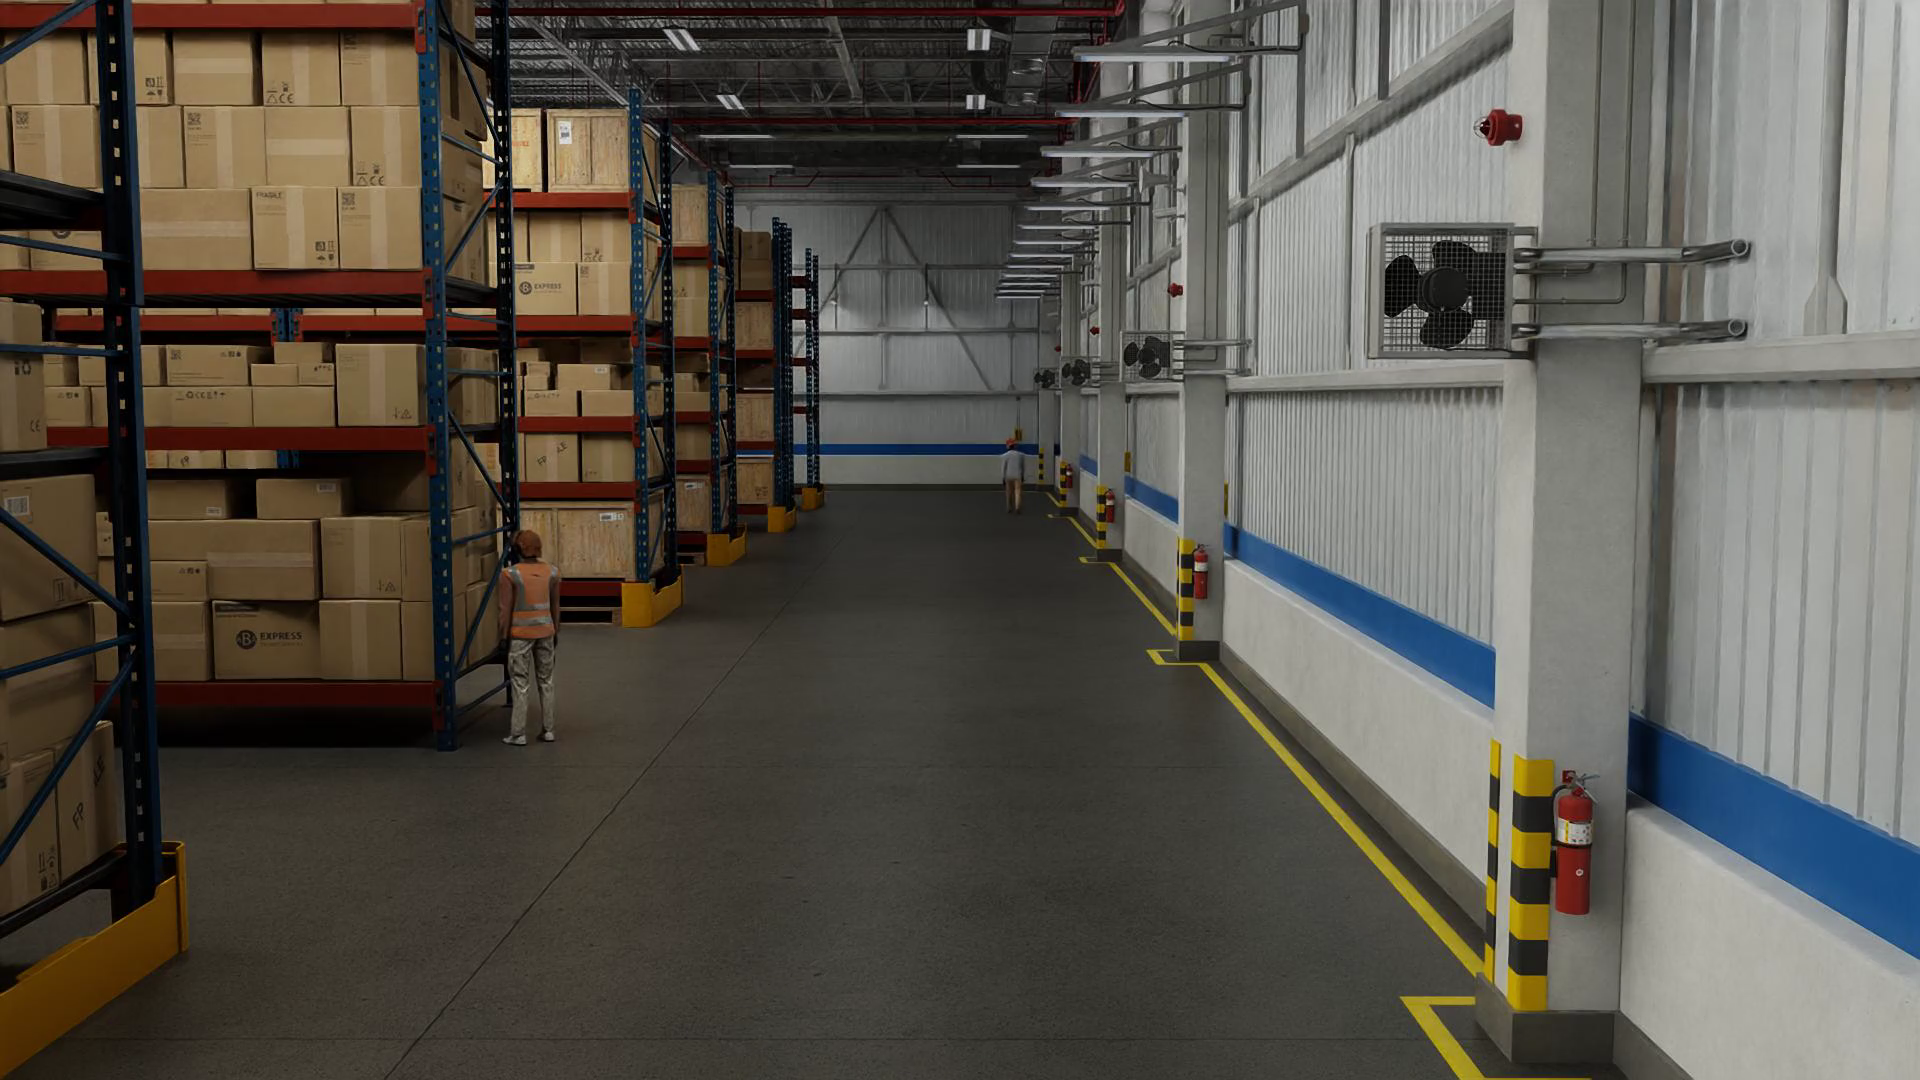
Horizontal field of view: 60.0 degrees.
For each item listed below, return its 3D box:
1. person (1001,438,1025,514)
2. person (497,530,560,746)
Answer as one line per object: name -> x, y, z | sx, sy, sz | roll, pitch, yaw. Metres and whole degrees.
person -> 1.202, -1.437, 37.395 | 0.561, 1.714, 0.870 | -1, 5, -8
person -> -3.243, 0.734, 12.555 | 0.321, 1.630, 0.520 | 5, 7, 44
